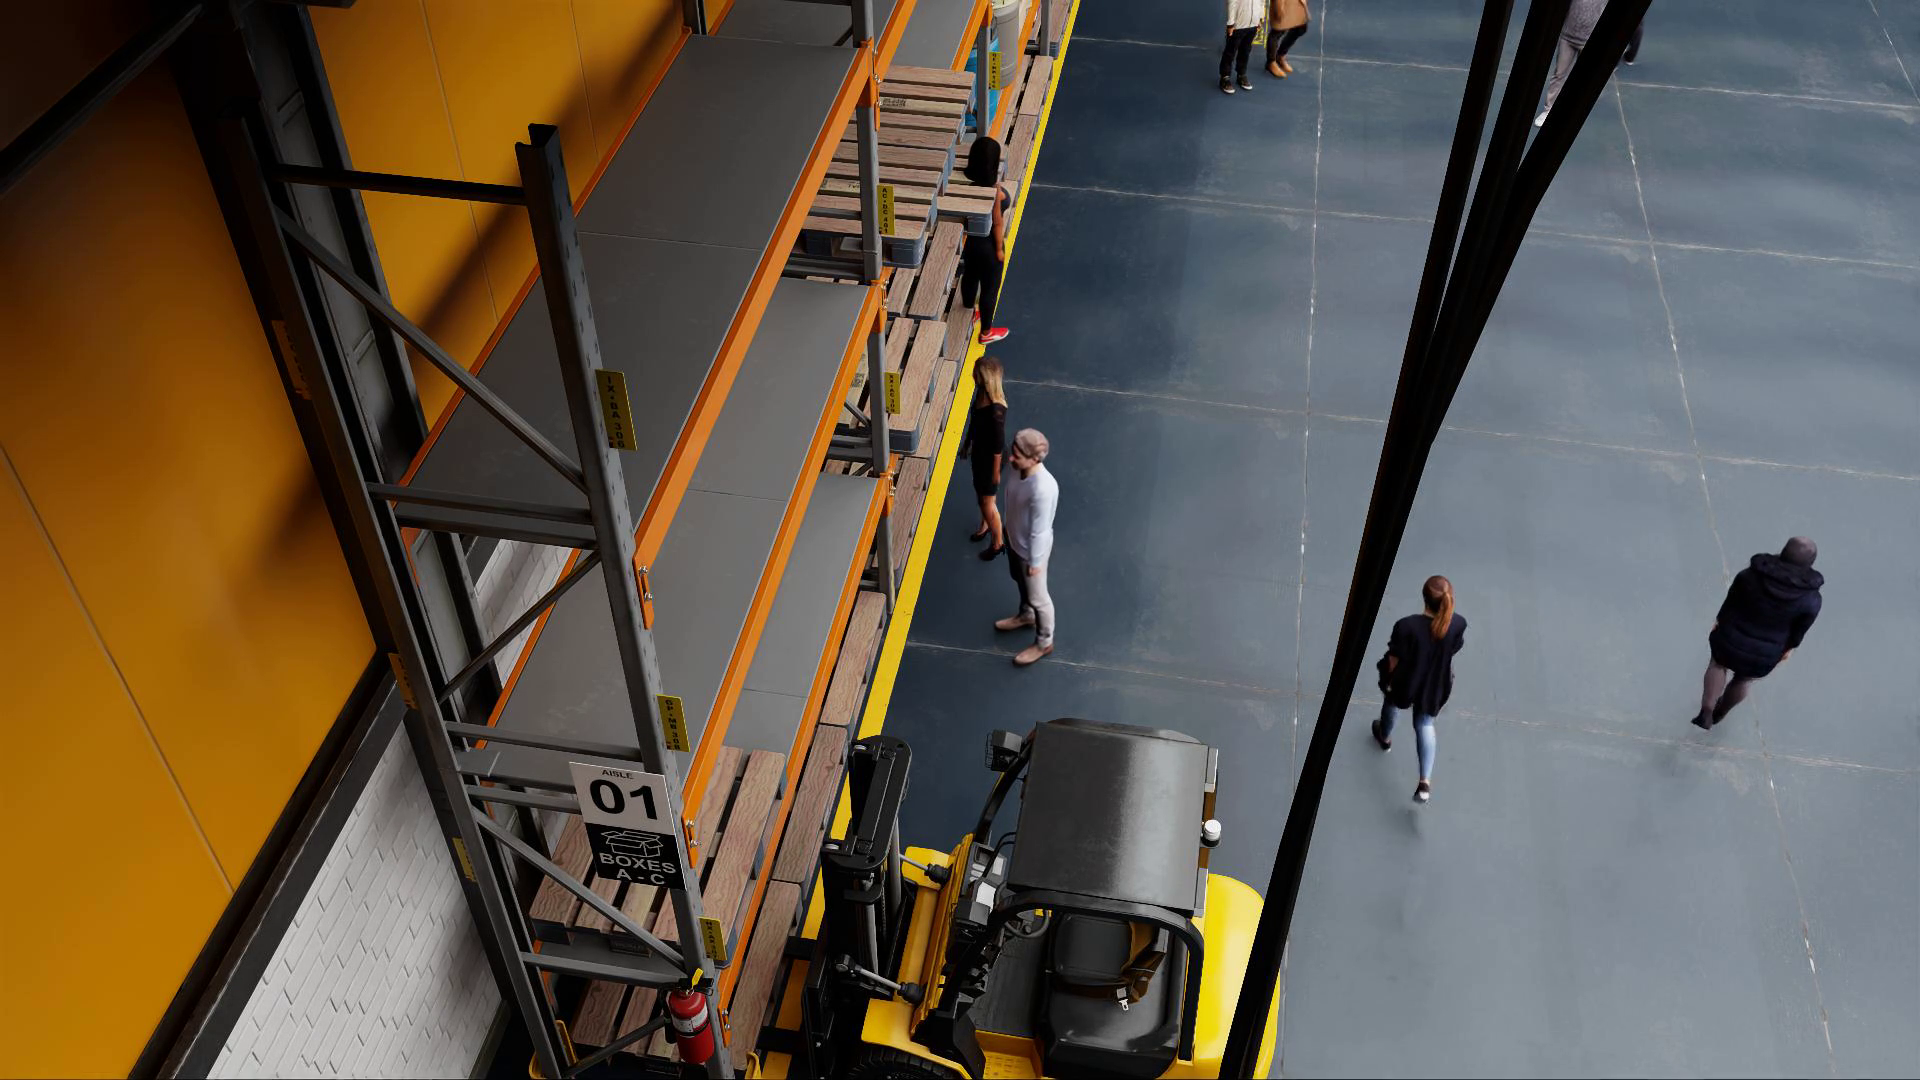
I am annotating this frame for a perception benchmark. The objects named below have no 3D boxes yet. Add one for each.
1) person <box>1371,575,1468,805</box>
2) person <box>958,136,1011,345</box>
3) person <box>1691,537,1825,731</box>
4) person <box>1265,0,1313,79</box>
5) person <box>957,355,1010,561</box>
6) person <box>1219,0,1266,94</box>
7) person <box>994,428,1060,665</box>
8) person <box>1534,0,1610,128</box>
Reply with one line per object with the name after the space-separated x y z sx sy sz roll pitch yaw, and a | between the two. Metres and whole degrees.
2.789 0.903 10.060 0.722 1.659 1.069 0 44 0 | person
0.174 -2.427 13.443 0.828 1.815 0.768 -26 49 -24 | person
4.916 0.632 10.338 0.804 1.670 0.876 22 48 22 | person
3.240 -5.500 16.743 0.804 1.713 0.878 -33 53 -30 | person
0.227 -0.604 11.638 0.733 1.666 0.615 -16 46 -16 | person
2.824 -5.194 16.611 0.645 1.452 0.675 -19 47 -19 | person
0.451 0.014 10.828 0.786 1.887 0.662 -13 45 -14 | person
5.957 -4.814 15.932 0.758 1.838 0.676 21 48 21 | person
